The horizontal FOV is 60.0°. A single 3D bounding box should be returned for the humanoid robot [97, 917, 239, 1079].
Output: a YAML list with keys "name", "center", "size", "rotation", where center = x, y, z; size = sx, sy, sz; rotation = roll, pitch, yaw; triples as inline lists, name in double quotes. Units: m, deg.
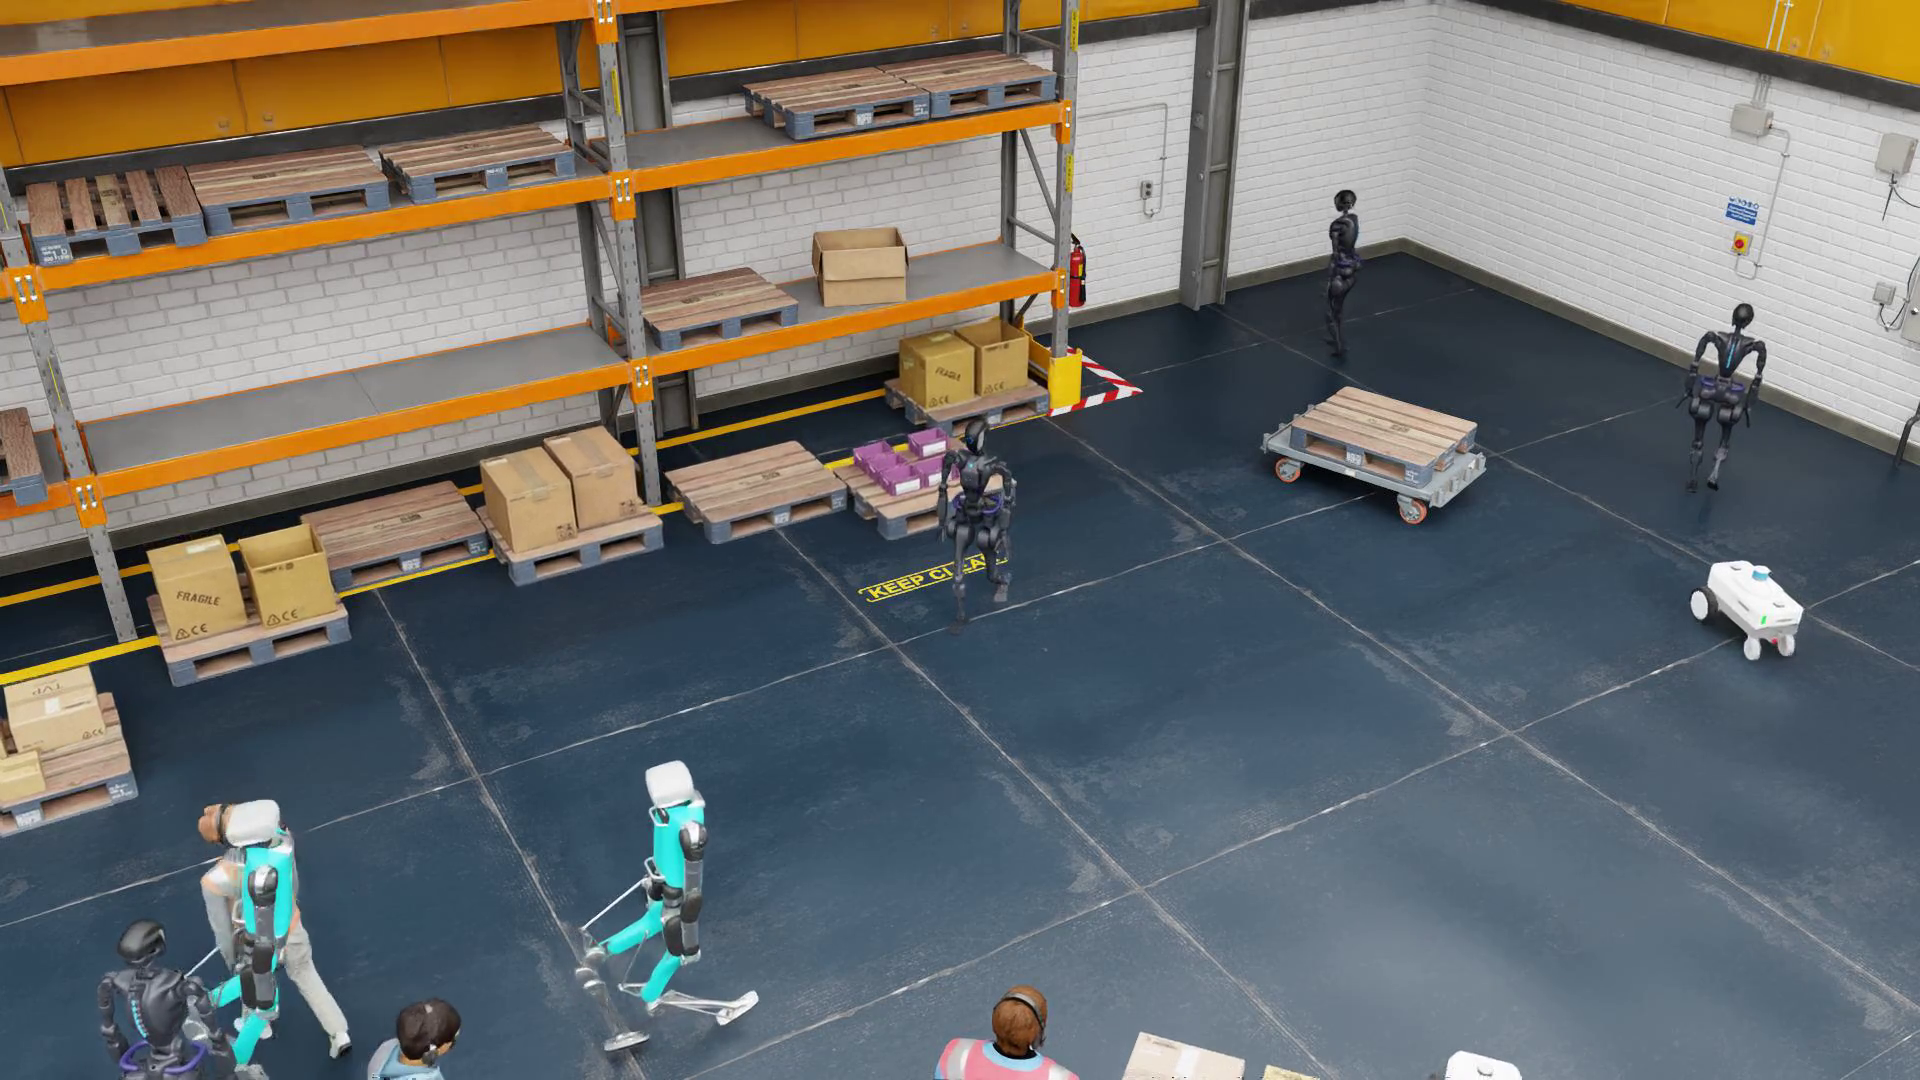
- name: "humanoid robot"
  center: [-3.478, 2.376, 7.341]
  size: [0.598, 1.644, 0.372]
  rotation: [2, 30, 4]

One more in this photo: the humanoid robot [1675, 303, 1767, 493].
- name: "humanoid robot"
  center: [6.170, -1.136, 13.562]
  size: [0.589, 1.645, 0.415]
  rotation: [13, 32, 22]

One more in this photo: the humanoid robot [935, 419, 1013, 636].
- name: "humanoid robot"
  center: [0.137, -0.152, 11.864]
  size: [0.599, 1.644, 0.728]
  rotation: [11, 31, 18]

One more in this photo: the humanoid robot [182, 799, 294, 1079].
- name: "humanoid robot"
  center: [-3.446, 2.055, 7.871]
  size: [0.804, 1.792, 0.560]
  rotation: [-8, 30, -13]

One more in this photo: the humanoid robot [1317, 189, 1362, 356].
- name: "humanoid robot"
  center: [3.703, -2.579, 16.132]
  size: [0.395, 1.657, 0.613]
  rotation: [18, 34, 29]

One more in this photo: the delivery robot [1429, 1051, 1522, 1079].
- name: "delivery robot"
  center: [2.406, 2.766, 7.767]
  size: [0.499, 0.575, 0.759]
  rotation: [10, 31, 18]

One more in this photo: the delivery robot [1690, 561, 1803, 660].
- name: "delivery robot"
  center: [5.645, 0.457, 11.894]
  size: [0.499, 0.613, 0.797]
  rotation: [-5, 30, -9]

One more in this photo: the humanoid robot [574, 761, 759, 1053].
- name: "humanoid robot"
  center: [-1.537, 1.883, 8.156]
  size: [1.037, 1.730, 0.544]
  rotation: [-14, 32, -23]

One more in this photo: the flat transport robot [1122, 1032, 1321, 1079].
- name: "flat transport robot"
  center: [1.227, 3.114, 7.463]
  size: [0.659, 0.231, 1.431]
  rotation: [10, 31, 18]

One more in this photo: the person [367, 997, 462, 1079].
- name: "person"
  center: [-2.162, 2.599, 6.775]
  size: [0.625, 1.847, 0.557]
  rotation: [-18, 34, -29]

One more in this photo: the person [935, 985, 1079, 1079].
- name: "person"
  center: [0.215, 2.564, 6.854]
  size: [0.628, 1.836, 0.431]
  rotation: [10, 31, 18]

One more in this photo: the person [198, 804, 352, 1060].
- name: "person"
  center: [-3.425, 1.928, 8.202]
  size: [0.739, 1.597, 0.515]
  rotation: [22, 36, 33]
